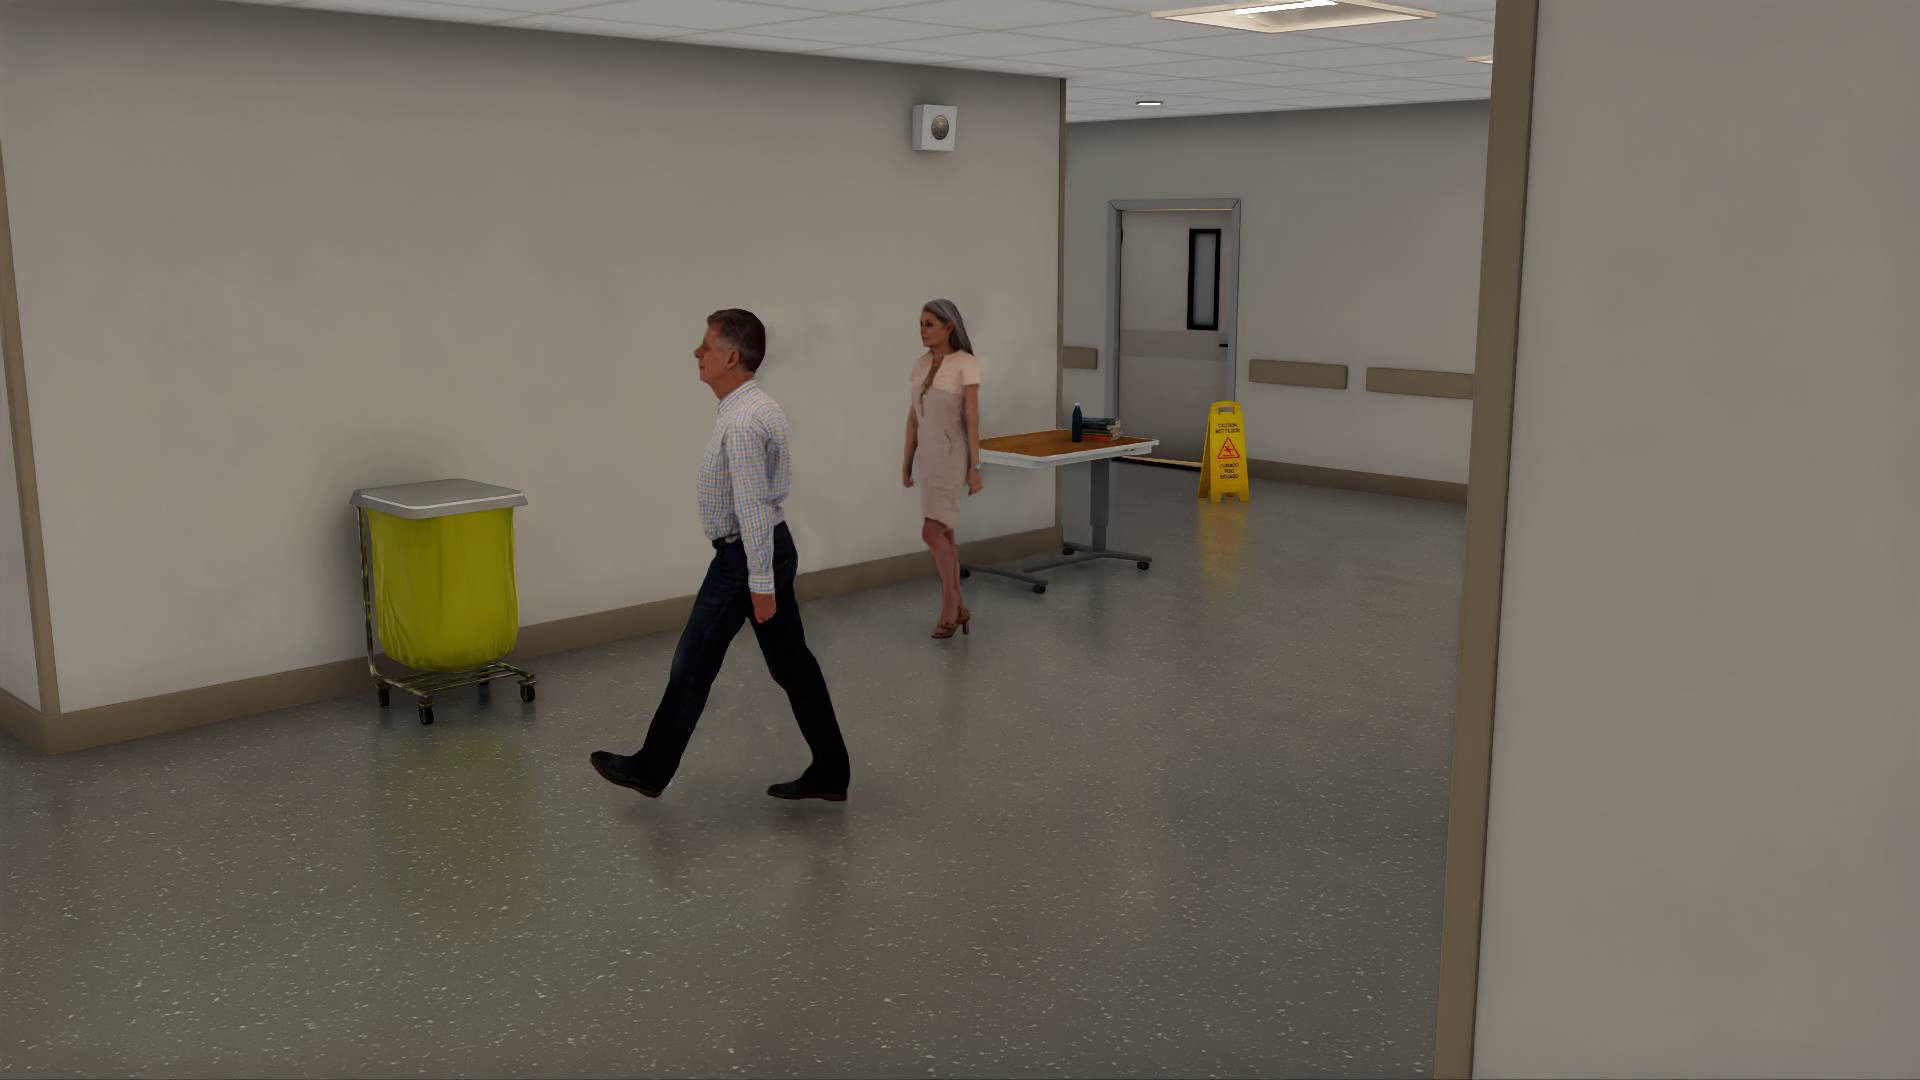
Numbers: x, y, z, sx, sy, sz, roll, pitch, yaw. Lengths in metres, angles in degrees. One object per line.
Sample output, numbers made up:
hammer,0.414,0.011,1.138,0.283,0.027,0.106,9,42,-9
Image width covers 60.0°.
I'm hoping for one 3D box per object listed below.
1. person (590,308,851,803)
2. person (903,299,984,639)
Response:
person,-0.660,0.112,5.883,1.229,1.771,1.133,1,11,4
person,-0.015,-0.344,8.418,0.659,1.723,0.546,-10,15,-43
